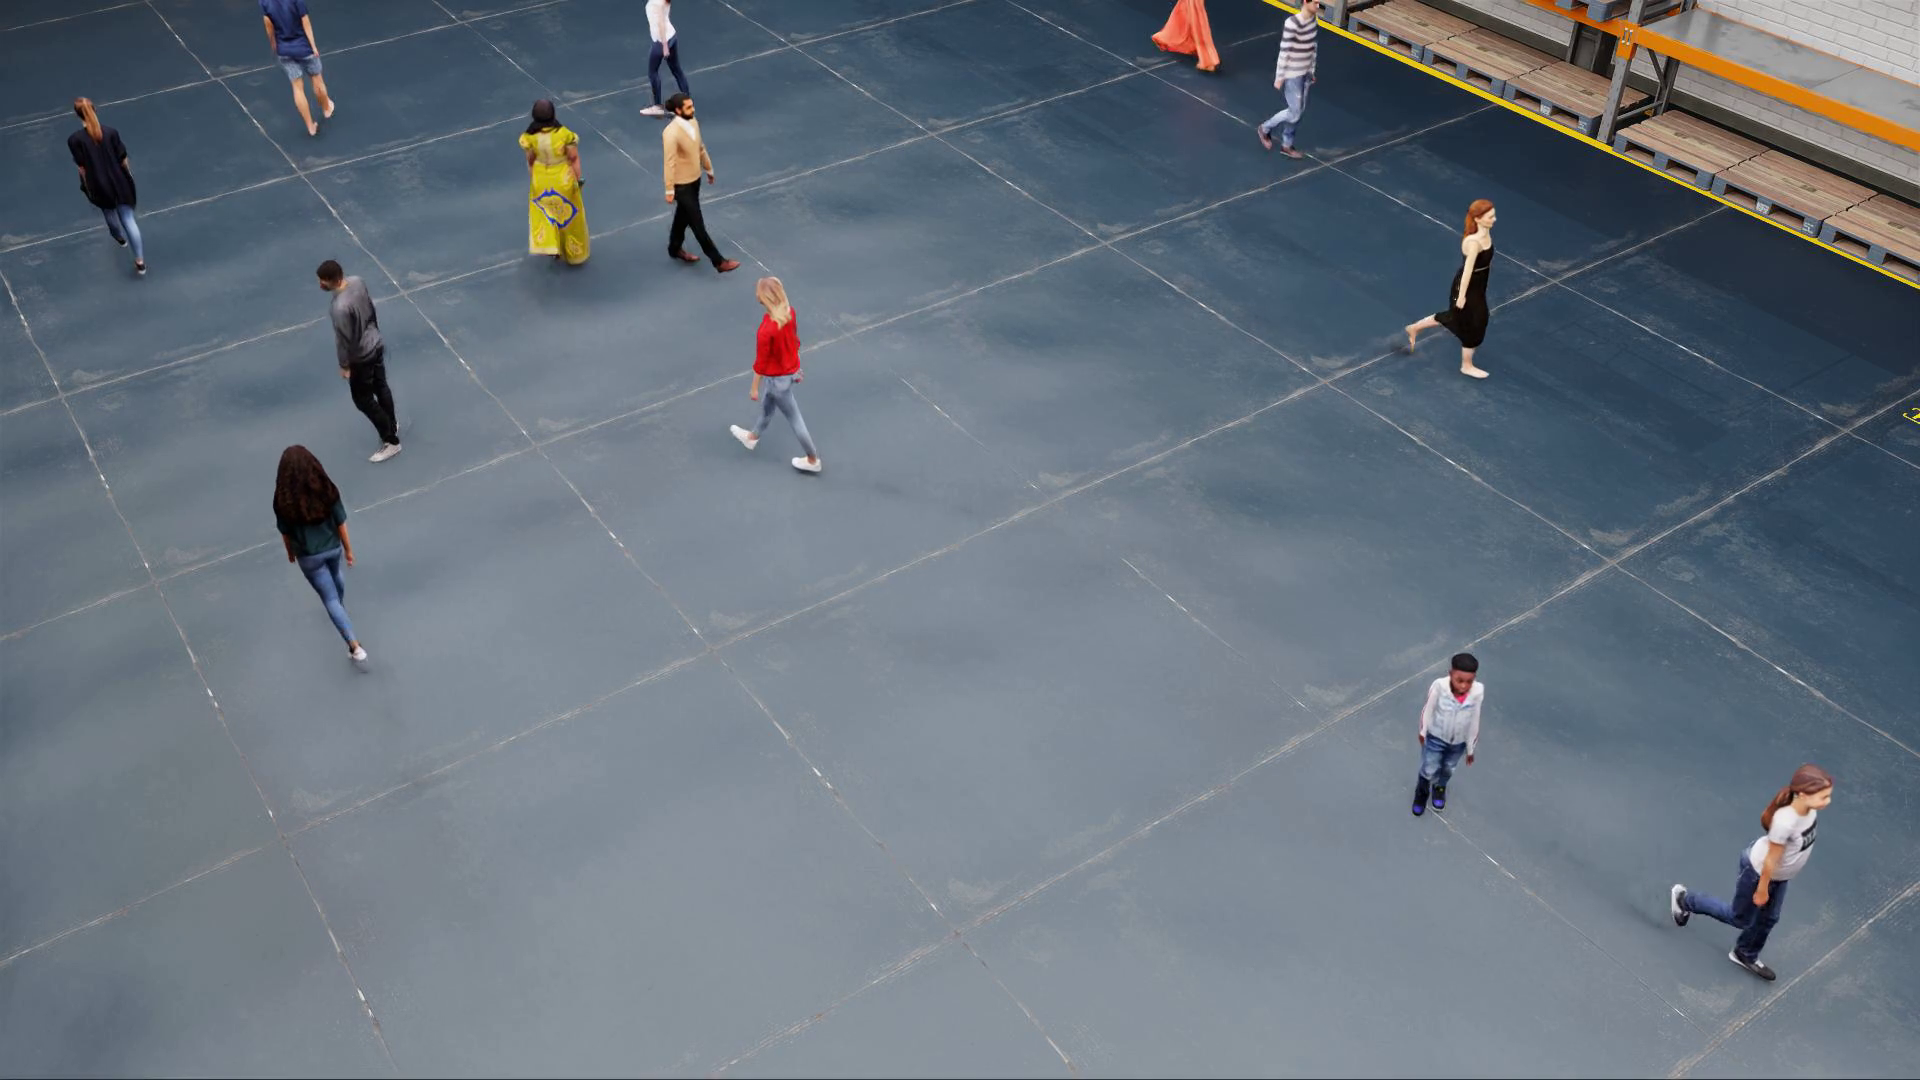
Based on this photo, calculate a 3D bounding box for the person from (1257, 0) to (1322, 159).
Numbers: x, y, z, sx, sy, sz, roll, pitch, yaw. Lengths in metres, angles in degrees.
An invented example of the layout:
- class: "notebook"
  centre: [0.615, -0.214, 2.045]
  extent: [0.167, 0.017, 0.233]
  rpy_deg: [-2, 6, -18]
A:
- class: "person"
  centre: [3.384, -4.843, 17.196]
  extent: [0.746, 1.828, 0.818]
  rpy_deg: [-31, 48, -33]

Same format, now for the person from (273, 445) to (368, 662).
- class: "person"
  centre: [-4.287, 0.124, 11.177]
  extent: [0.611, 1.579, 1.075]
  rpy_deg: [-26, 46, -29]

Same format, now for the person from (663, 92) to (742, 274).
- class: "person"
  centre: [-2.602, -3.297, 15.350]
  extent: [1.198, 1.717, 1.068]
  rpy_deg: [13, 40, 15]

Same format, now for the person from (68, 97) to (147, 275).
- class: "person"
  centre: [-7.805, -3.225, 15.325]
  extent: [0.635, 1.635, 1.076]
  rpy_deg: [-23, 44, -26]

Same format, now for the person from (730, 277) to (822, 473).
- class: "person"
  centre: [-1.304, -1.213, 12.783]
  extent: [1.170, 1.664, 0.990]
  rpy_deg: [15, 41, 18]

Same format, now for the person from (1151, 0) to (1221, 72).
- class: "person"
  centre: [2.747, -6.199, 18.965]
  extent: [1.346, 1.739, 0.849]
  rpy_deg: [30, 47, 32]

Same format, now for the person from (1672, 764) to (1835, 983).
- class: "person"
  centre: [4.373, 1.775, 9.132]
  extent: [0.565, 1.550, 0.891]
  rpy_deg: [-28, 46, -30]

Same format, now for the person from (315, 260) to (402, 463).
- class: "person"
  centre: [-4.672, -1.504, 13.084]
  extent: [0.869, 1.742, 0.805]
  rpy_deg: [15, 41, 18]

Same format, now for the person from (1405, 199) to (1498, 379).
- class: "person"
  centre: [4.189, -2.134, 13.990]
  extent: [1.094, 1.597, 0.868]
  rpy_deg: [19, 42, 22]

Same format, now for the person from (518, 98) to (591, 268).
- class: "person"
  centre: [-3.740, -3.242, 15.334]
  extent: [0.948, 1.650, 0.990]
  rpy_deg: [-3, 39, -3]

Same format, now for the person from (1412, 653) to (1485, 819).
- class: "person"
  centre: [2.995, 1.136, 10.175]
  extent: [0.591, 1.248, 0.652]
  rpy_deg: [6, 39, 7]

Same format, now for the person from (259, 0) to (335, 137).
- class: "person"
  centre: [-7.052, -5.173, 17.613]
  extent: [0.870, 1.823, 1.028]
  rpy_deg: [-6, 39, -7]

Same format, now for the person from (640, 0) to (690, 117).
- class: "person"
  centre: [-3.090, -5.374, 17.954]
  extent: [0.927, 1.712, 0.865]
  rpy_deg: [7, 39, 9]
